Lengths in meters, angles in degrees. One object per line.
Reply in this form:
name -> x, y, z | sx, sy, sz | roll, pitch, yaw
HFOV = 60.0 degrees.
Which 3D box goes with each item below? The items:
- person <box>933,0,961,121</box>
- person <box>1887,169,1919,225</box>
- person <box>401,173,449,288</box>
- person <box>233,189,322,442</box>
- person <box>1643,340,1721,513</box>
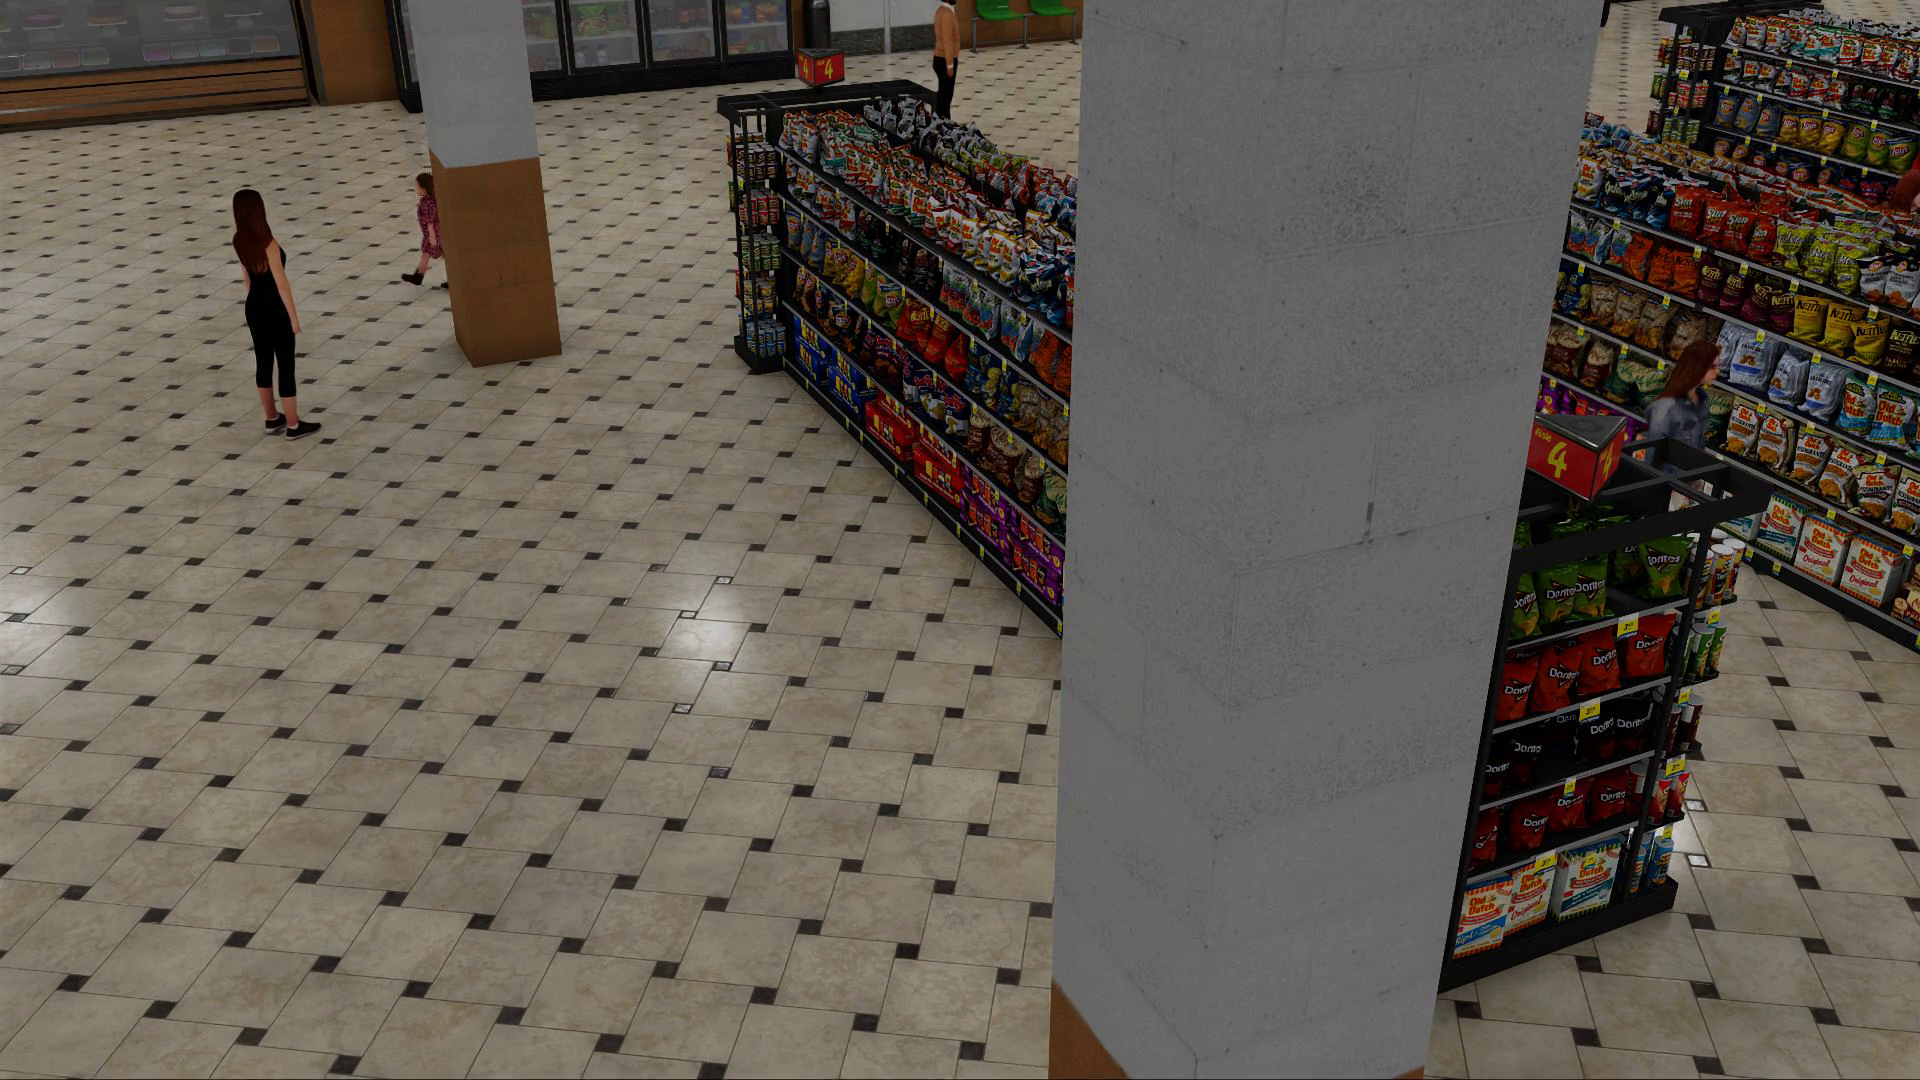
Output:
person -> -0.159, -5.498, 19.142 | 0.792, 1.753, 0.631 | -3, 27, -5
person -> 6.327, -1.686, 11.578 | 0.607, 1.795, 0.974 | -12, 29, -23
person -> -4.497, -2.644, 14.346 | 0.701, 1.000, 0.724 | 2, 27, 4
person -> -4.735, -1.540, 11.370 | 0.620, 1.724, 0.703 | 14, 30, 25
person -> 3.691, -0.288, 8.940 | 0.698, 1.688, 0.685 | -21, 34, -36
